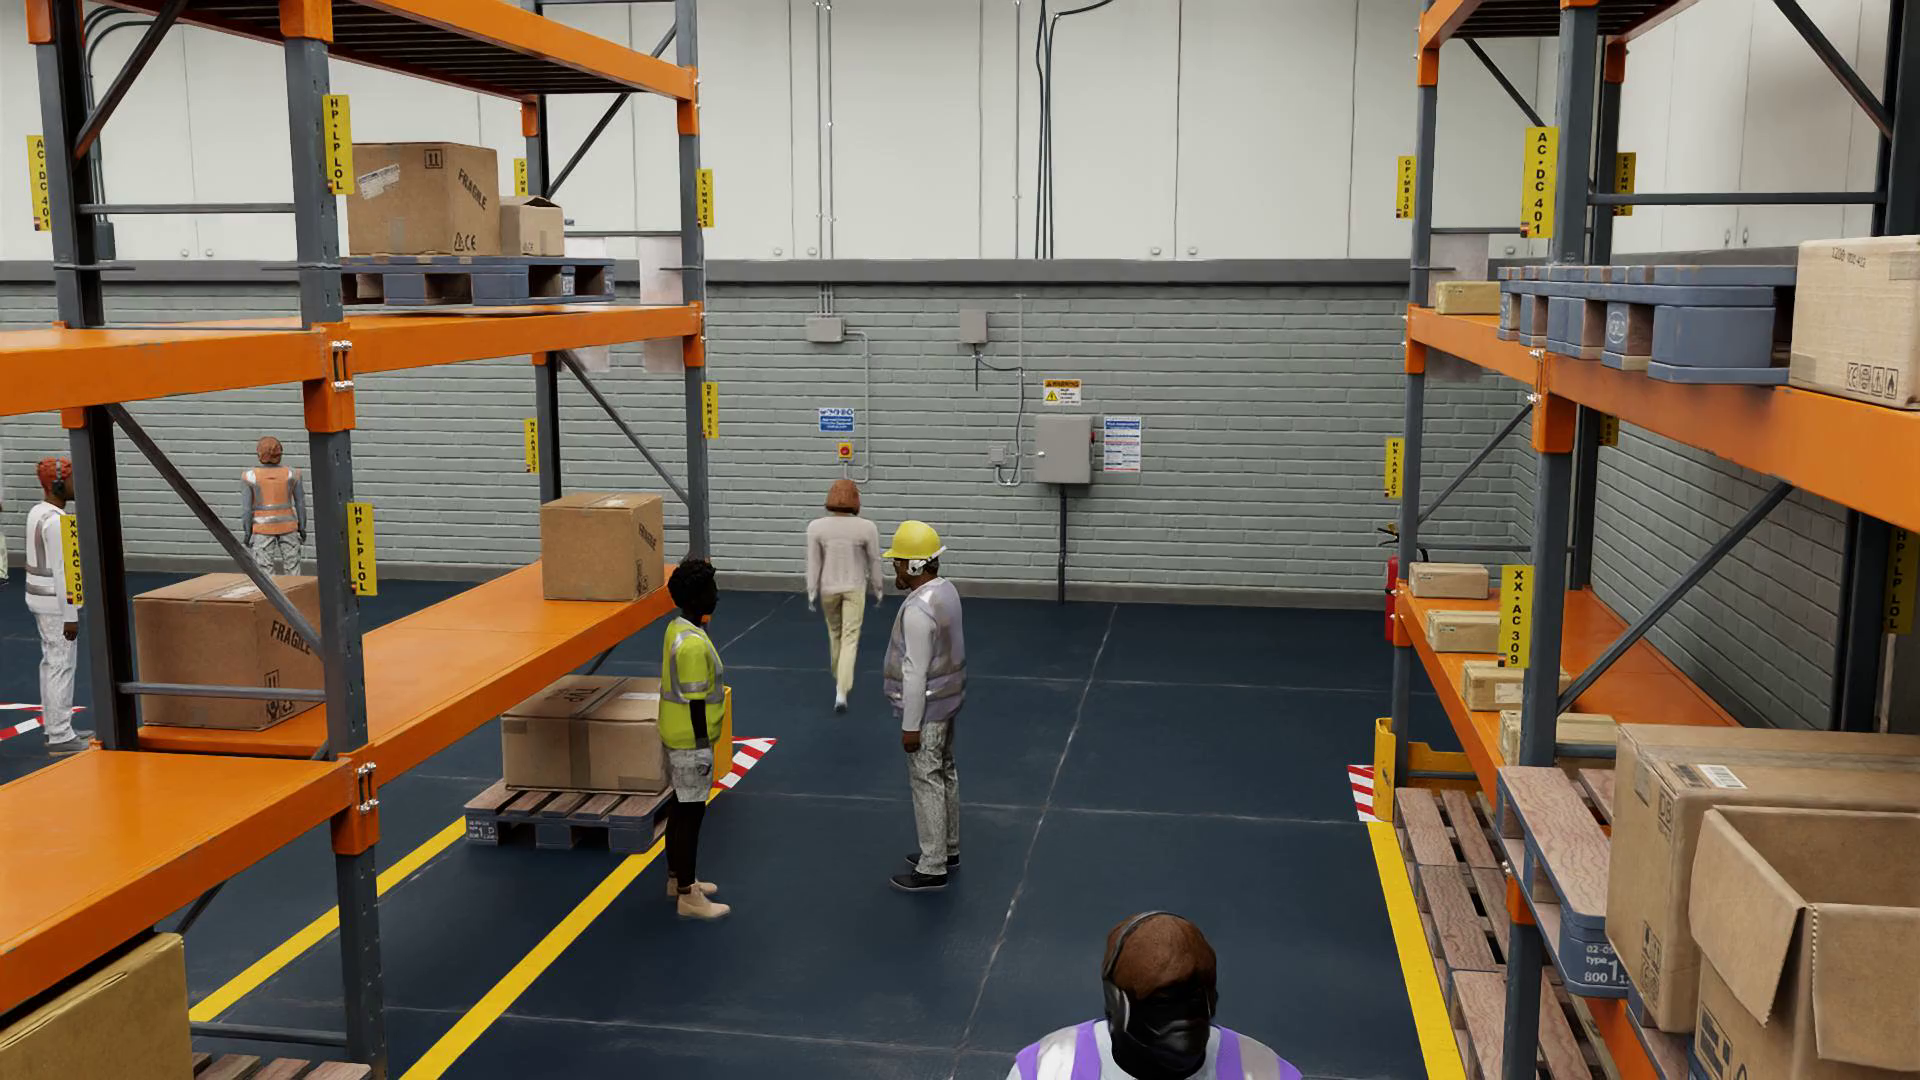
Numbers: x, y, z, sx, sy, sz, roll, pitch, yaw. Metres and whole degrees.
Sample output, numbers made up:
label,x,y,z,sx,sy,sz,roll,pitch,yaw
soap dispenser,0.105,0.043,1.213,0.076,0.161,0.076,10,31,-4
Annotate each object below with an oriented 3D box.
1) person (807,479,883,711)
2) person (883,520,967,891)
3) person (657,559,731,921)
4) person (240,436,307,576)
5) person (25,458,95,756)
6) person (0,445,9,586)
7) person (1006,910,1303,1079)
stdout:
label,x,y,z,sx,sy,sz,roll,pitch,yaw
person,-0.809,0.373,11.600,0.514,1.598,0.832,1,9,6
person,-0.178,0.808,8.199,0.404,1.823,0.591,2,9,12
person,-1.256,0.928,7.831,0.318,1.695,0.539,-3,10,-18
person,-5.802,-0.059,14.094,0.522,1.640,0.306,-6,11,-31
person,-5.651,0.419,10.446,0.363,1.878,0.567,-7,12,-38
person,-9.436,-0.411,15.965,0.573,1.738,0.355,3,10,19
person,0.364,1.603,3.211,0.633,1.846,0.429,1,9,3
